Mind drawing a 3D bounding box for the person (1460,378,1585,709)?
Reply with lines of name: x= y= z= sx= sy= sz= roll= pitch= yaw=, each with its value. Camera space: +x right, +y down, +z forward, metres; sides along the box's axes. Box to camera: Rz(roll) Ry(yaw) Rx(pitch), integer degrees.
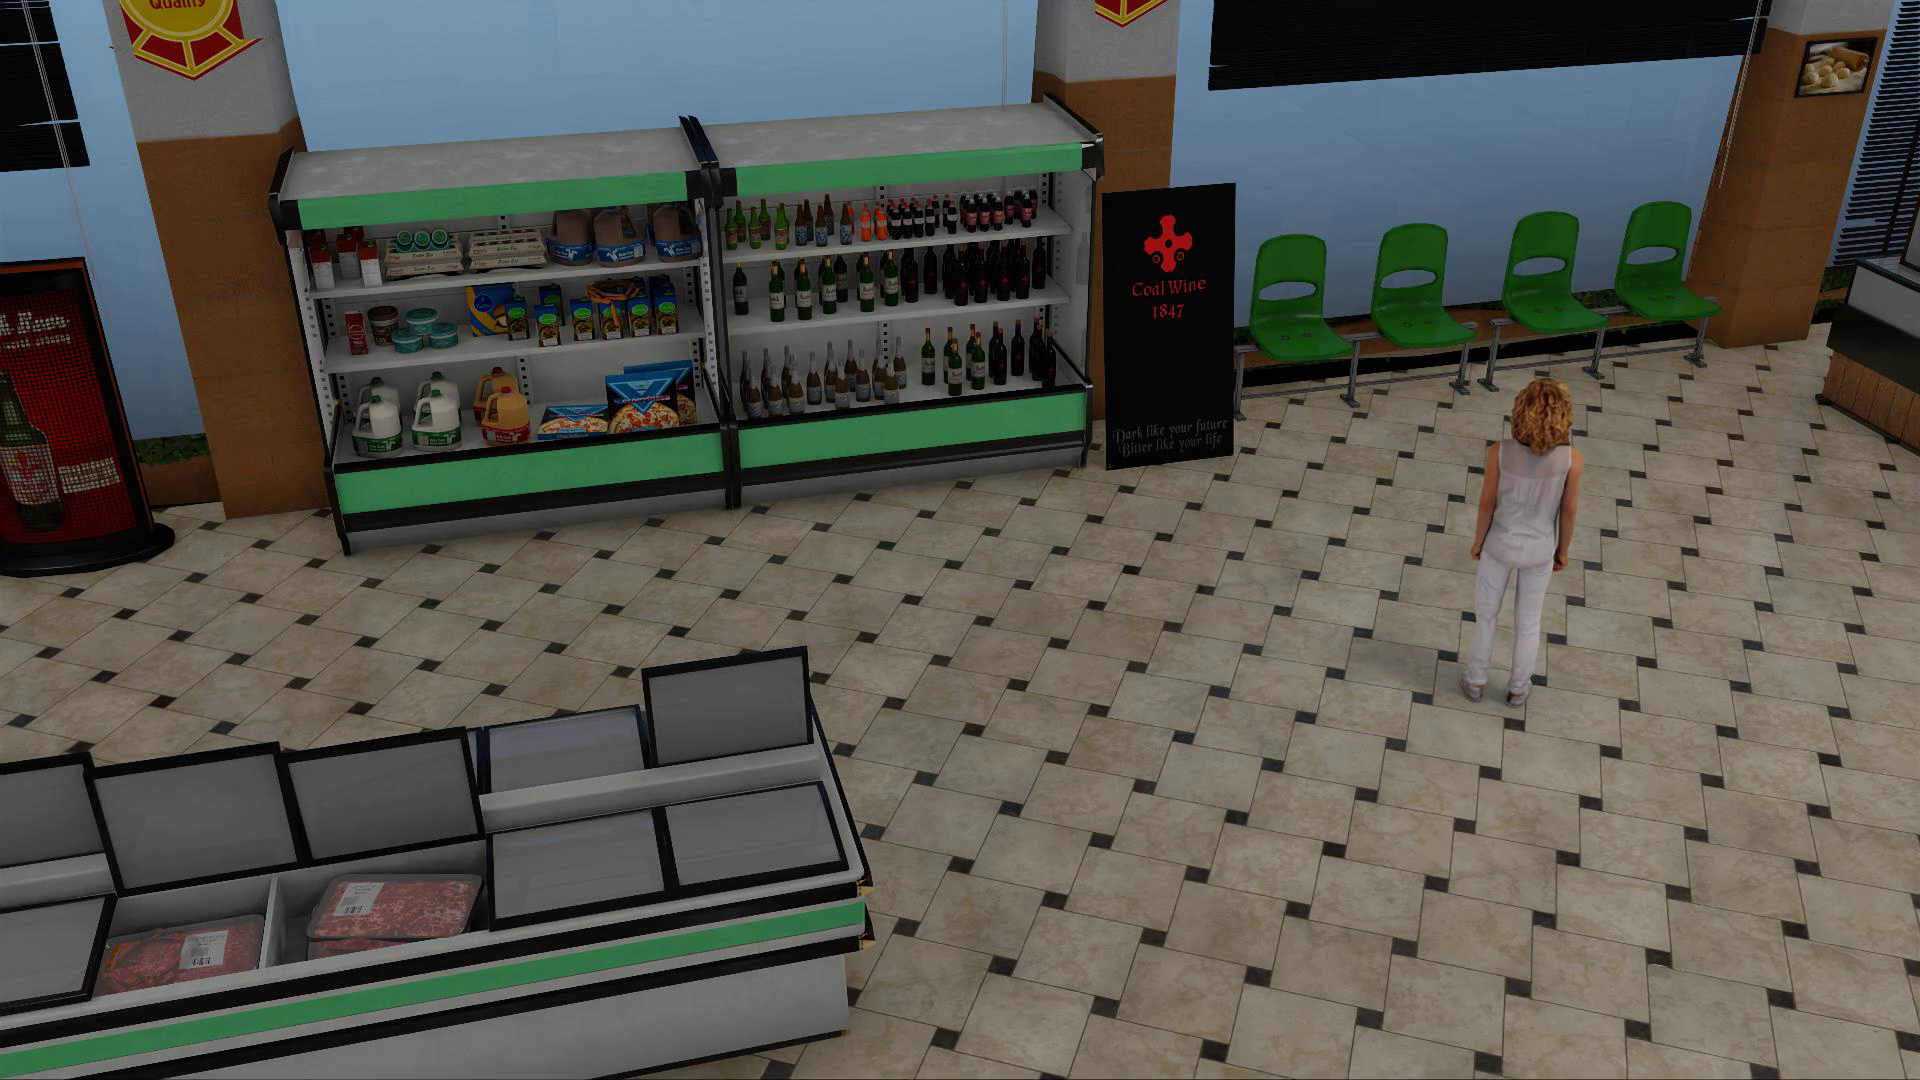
person: x=2.601 y=0.023 z=7.744 sx=0.638 sy=1.671 sz=0.735 roll=8 pitch=30 yaw=15
